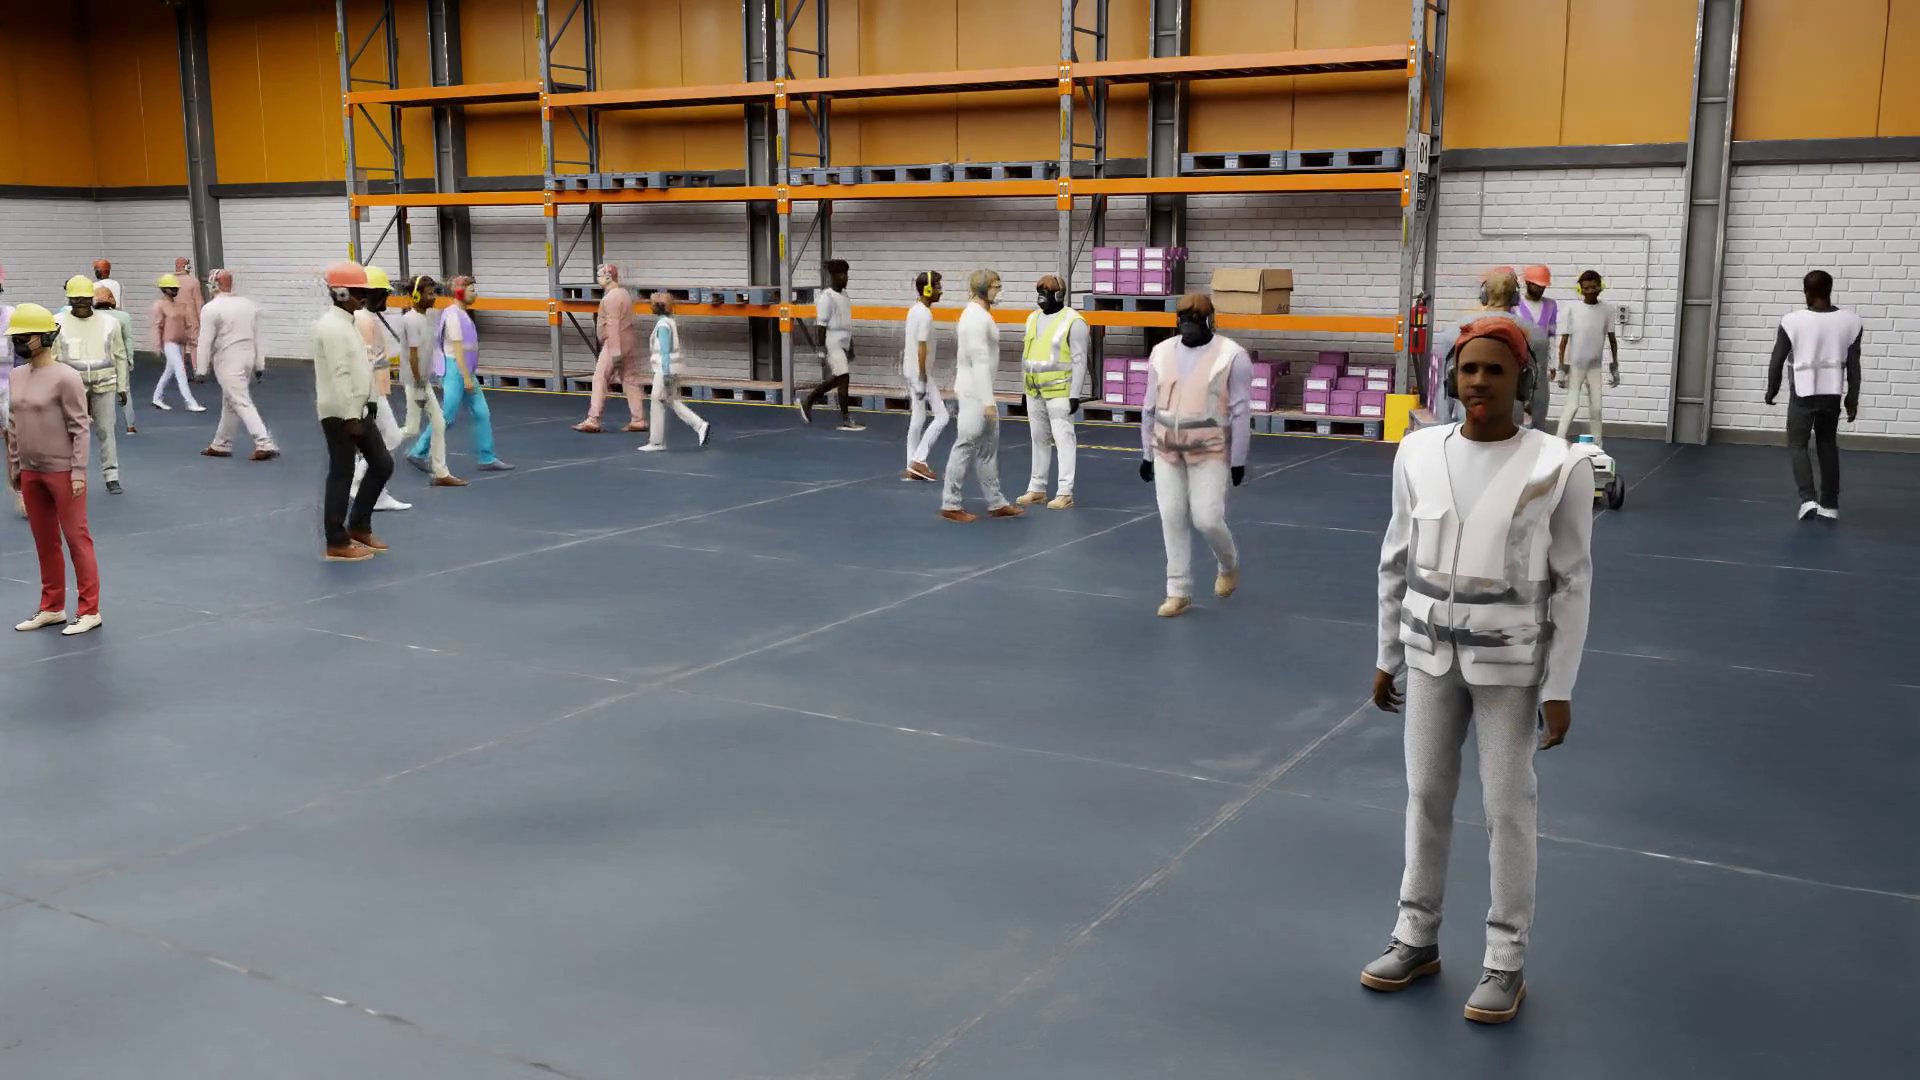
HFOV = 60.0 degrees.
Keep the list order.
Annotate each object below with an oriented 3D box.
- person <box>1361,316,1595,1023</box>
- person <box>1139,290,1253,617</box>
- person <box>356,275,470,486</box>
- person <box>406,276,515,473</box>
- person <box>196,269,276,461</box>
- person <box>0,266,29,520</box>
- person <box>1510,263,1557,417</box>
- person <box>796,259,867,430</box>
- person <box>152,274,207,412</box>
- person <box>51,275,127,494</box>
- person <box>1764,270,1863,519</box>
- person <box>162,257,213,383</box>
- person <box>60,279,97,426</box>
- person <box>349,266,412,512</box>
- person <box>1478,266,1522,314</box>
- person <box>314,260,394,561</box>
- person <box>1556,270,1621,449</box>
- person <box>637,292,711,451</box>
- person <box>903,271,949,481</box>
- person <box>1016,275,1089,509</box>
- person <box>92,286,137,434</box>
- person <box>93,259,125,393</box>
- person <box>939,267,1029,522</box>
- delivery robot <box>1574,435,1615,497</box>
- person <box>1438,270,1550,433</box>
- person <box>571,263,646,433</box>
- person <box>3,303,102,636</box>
[{"bbox_3d":[1.380,0.344,4.488,0.582,1.884,0.351,9,13,41],"label":"person"},{"bbox_3d":[1.328,-0.487,9.359,0.633,1.825,0.545,6,12,33],"label":"person"},{"bbox_3d":[-4.703,-1.337,14.182,0.846,1.837,0.525,-1,10,-5],"label":"person"},{"bbox_3d":[-4.620,-1.503,15.177,0.906,1.811,0.574,0,10,-1],"label":"person"},{"bbox_3d":[-7.056,-1.691,16.124,1.007,1.855,0.663,3,10,17],"label":"person"},{"bbox_3d":[-7.459,-1.162,12.738,1.058,1.998,0.624,9,13,41],"label":"person"},{"bbox_3d":[5.522,-1.744,16.243,0.583,1.905,0.646,-1,10,-8],"label":"person"},{"bbox_3d":[-1.476,-2.205,18.787,0.825,1.931,0.619,3,10,17],"label":"person"},{"bbox_3d":[-9.892,-2.472,20.887,0.898,1.726,0.523,2,10,12],"label":"person"},{"bbox_3d":[-7.245,-1.275,13.813,0.600,1.827,0.404,-6,12,-32],"label":"person"},{"bbox_3d":[6.481,-1.094,12.618,0.606,1.888,0.642,1,10,5],"label":"person"},{"bbox_3d":[-11.731,-3.331,25.256,0.638,1.903,0.406,2,10,9],"label":"person"},{"bbox_3d":[-10.148,-2.168,19.238,0.322,1.699,0.535,3,11,18],"label":"person"},{"bbox_3d":[-4.543,-1.153,12.870,0.436,1.914,0.618,-3,11,-18],"label":"person"},{"bbox_3d":[5.054,-1.694,16.048,1.027,1.887,0.556,0,10,2],"label":"person"},{"bbox_3d":[-3.979,-0.829,10.896,0.526,1.974,0.624,-1,10,-5],"label":"person"},{"bbox_3d":[5.924,-1.616,15.680,0.608,1.851,0.389,0,10,-2],"label":"person"},{"bbox_3d":[-2.912,-1.697,16.791,0.664,1.617,0.518,0,10,0],"label":"person"},{"bbox_3d":[-0.314,-1.429,14.620,0.417,1.852,0.529,-3,11,-18],"label":"person"},{"bbox_3d":[0.713,-1.168,13.172,0.430,1.845,0.619,-9,14,-43],"label":"person"},{"bbox_3d":[-9.330,-1.961,18.250,0.498,1.633,0.280,-6,12,-31],"label":"person"},{"bbox_3d":[-12.023,-3.008,23.474,0.355,1.884,0.576,2,10,14],"label":"person"},{"bbox_3d":[0.165,-1.079,12.490,0.554,1.938,0.638,0,10,2],"label":"person"},{"bbox_3d":[5.012,-0.602,13.342,0.477,0.478,0.707,2,10,10],"label":"delivery robot"},{"bbox_3d":[3.354,-0.720,10.442,0.640,1.914,0.737,6,11,29],"label":"person"},{"bbox_3d":[-3.925,-2.114,18.464,0.889,1.873,0.668,1,10,6],"label":"person"},{"bbox_3d":[-4.870,-0.372,8.877,0.530,1.768,0.312,4,11,21],"label":"person"}]
